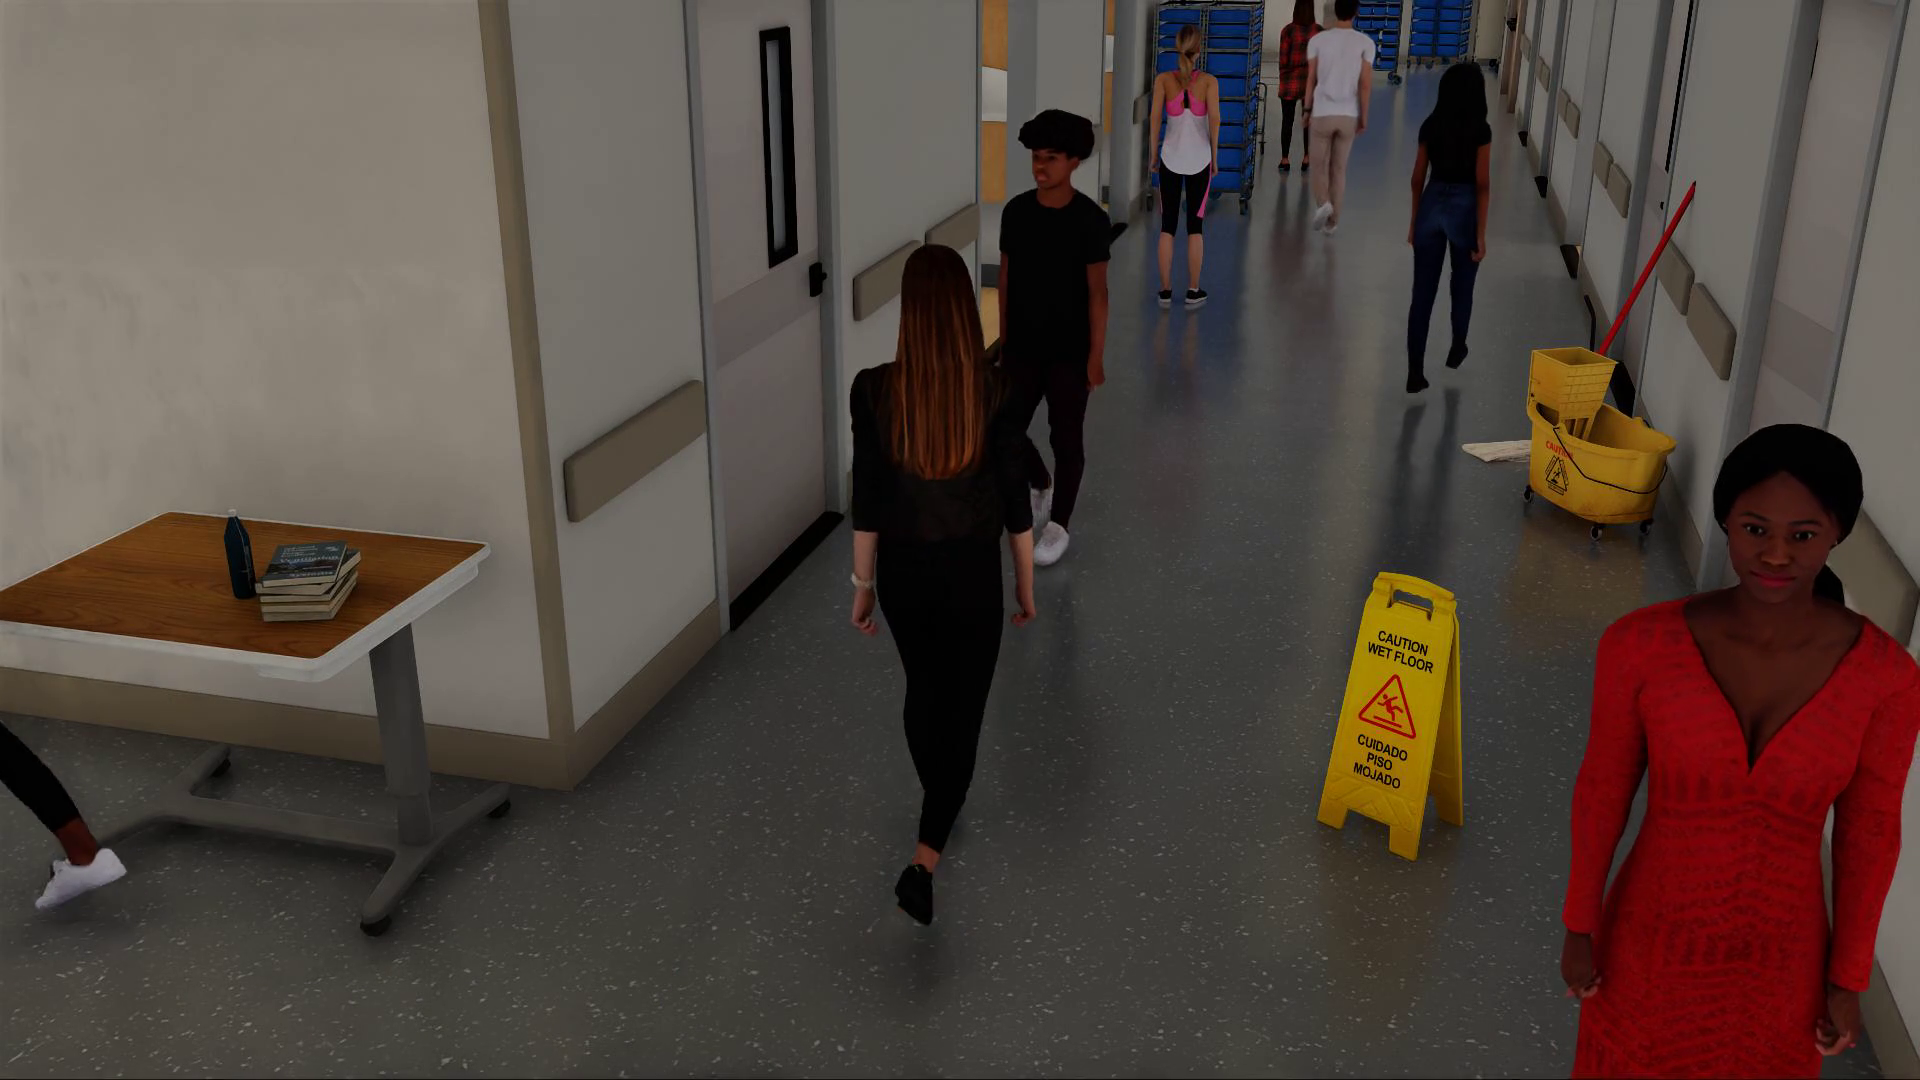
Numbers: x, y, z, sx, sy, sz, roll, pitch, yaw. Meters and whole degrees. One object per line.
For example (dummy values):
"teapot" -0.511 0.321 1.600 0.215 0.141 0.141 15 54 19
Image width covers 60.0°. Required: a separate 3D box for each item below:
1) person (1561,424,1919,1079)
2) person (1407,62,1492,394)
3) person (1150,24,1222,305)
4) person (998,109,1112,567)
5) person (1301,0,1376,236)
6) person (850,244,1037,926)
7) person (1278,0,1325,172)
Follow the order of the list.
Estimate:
"person" 1.212 0.672 2.657 0.654 1.789 0.613 8 22 20
"person" 2.539 -1.585 8.773 0.756 1.678 1.242 10 23 24
"person" 1.470 -2.452 10.906 0.598 1.788 0.506 6 22 15
"person" 0.383 -0.803 6.575 0.690 1.772 0.743 10 23 24
"person" 2.932 -3.303 13.029 0.741 1.875 0.904 3 21 7
"person" -0.067 0.144 4.197 0.682 1.686 1.103 3 21 8
"person" 3.393 -4.561 16.594 0.647 1.704 0.604 2 21 4
